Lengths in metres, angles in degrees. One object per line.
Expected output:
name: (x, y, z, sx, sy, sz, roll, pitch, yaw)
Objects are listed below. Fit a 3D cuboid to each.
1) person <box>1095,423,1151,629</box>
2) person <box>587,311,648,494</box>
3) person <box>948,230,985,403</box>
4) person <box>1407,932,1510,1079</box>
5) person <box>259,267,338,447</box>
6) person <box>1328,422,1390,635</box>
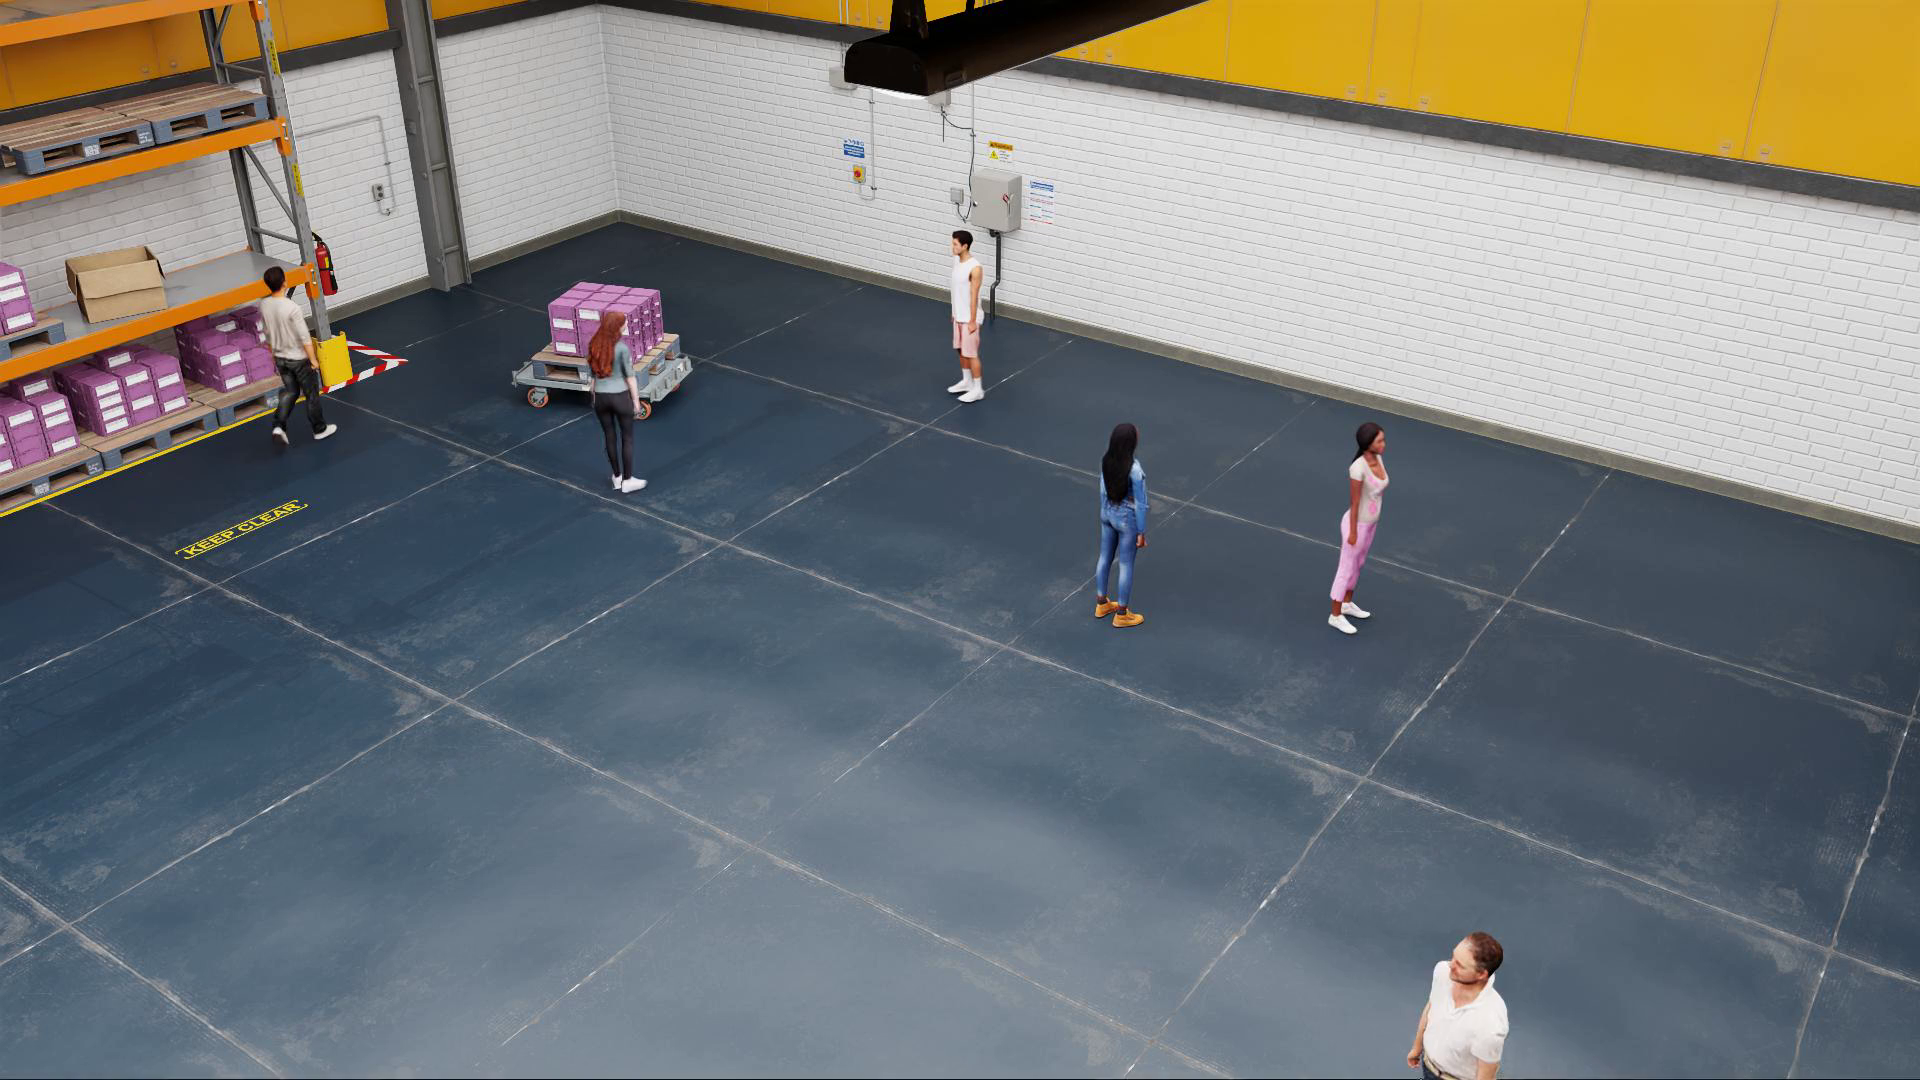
person: (1.259, -0.132, 13.064, 0.633, 1.712, 0.672, -20, 34, -32)
person: (-3.162, -1.273, 15.135, 0.691, 1.731, 0.680, 2, 29, 4)
person: (0.092, -2.298, 16.967, 0.742, 1.777, 0.738, -14, 32, -24)
person: (2.459, 2.577, 7.976, 1.223, 1.830, 1.201, -4, 29, -7)
person: (-6.416, -1.712, 15.875, 0.834, 1.794, 1.041, 9, 30, 17)
person: (3.128, -0.120, 13.012, 0.627, 1.740, 0.444, 19, 34, 31)
